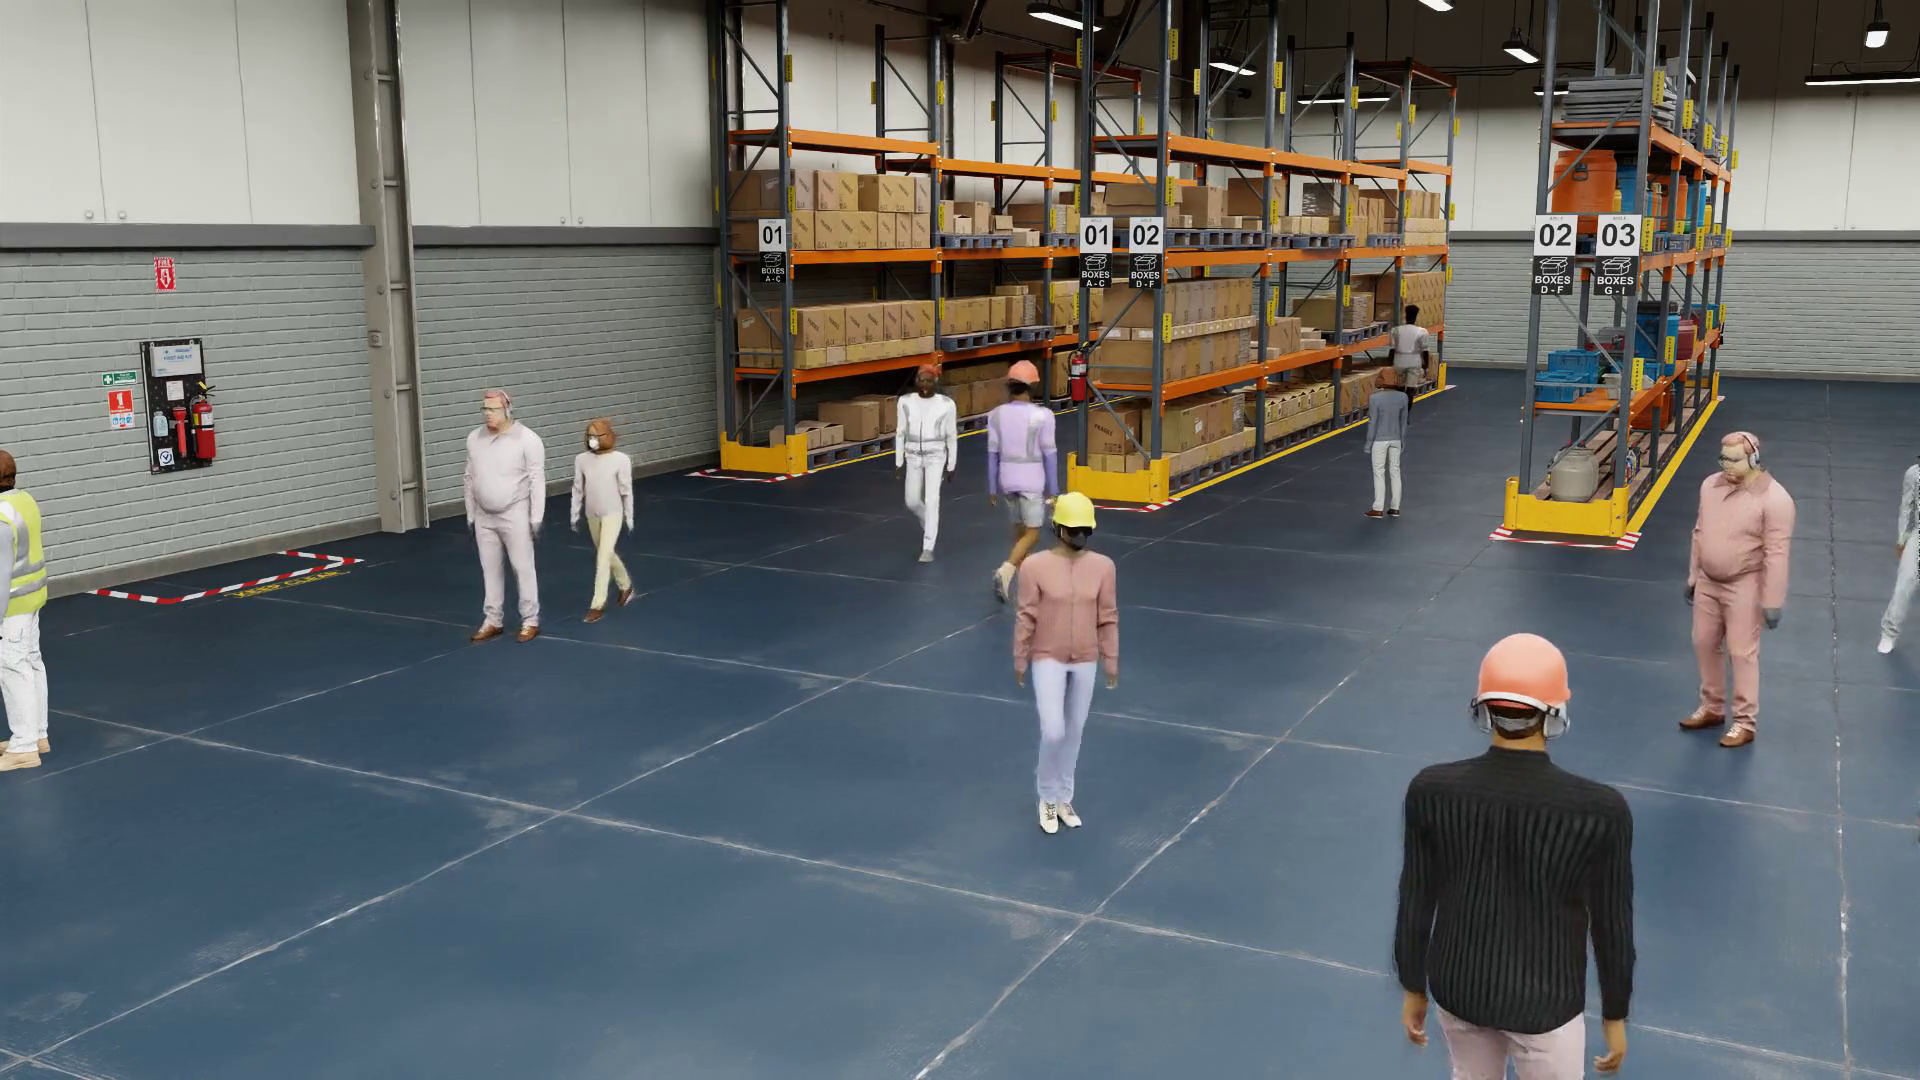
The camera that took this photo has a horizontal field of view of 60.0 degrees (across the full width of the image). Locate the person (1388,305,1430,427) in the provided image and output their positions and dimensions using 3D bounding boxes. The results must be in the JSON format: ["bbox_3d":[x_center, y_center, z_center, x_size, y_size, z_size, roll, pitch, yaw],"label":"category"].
[{"bbox_3d":[7.193,-2.789,26.615,0.624,1.918,0.957,5,11,25],"label":"person"}]

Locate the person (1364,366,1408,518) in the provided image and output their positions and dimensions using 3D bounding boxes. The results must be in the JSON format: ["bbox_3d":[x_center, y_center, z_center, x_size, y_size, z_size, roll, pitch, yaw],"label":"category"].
[{"bbox_3d":[4.591,-1.053,17.940,0.508,1.632,0.265,-4,11,-22],"label":"person"}]

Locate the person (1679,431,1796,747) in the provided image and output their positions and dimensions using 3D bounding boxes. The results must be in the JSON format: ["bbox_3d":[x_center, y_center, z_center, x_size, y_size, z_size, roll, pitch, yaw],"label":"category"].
[{"bbox_3d":[4.658,0.286,9.955,0.441,1.887,0.674,-4,11,-23],"label":"person"}]

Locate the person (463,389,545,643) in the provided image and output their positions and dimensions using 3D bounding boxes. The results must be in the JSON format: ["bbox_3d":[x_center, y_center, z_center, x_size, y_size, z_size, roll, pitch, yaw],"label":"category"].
[{"bbox_3d":[-3.425,-0.180,12.435,0.651,1.906,0.404,3,11,15],"label":"person"}]

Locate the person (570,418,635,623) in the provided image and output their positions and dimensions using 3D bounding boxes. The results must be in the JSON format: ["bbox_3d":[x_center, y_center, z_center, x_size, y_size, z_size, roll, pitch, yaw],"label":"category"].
[{"bbox_3d":[-2.851,-0.195,13.366,0.514,1.595,0.842,4,11,20],"label":"person"}]

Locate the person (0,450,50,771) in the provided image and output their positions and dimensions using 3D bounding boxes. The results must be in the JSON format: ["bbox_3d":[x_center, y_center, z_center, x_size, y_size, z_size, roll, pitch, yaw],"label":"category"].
[{"bbox_3d":[-5.460,0.389,9.510,0.429,1.844,0.627,-3,11,-15],"label":"person"}]

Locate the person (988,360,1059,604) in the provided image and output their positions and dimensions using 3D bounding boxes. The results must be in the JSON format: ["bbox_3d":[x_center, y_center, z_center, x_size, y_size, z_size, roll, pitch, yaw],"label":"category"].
[{"bbox_3d":[0.483,-0.470,13.722,0.616,2.024,0.852,7,13,34],"label":"person"}]

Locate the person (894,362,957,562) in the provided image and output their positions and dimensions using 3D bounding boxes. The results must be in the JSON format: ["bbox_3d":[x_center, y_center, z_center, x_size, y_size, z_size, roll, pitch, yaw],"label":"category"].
[{"bbox_3d":[-0.302,-0.752,15.663,0.587,1.863,0.656,3,11,15],"label":"person"}]

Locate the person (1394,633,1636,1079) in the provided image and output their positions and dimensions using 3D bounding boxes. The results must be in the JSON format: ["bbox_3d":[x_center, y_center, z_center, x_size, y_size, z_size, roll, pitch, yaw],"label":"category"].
[{"bbox_3d":[1.480,1.235,4.525,0.627,1.977,0.744,7,13,34],"label":"person"}]

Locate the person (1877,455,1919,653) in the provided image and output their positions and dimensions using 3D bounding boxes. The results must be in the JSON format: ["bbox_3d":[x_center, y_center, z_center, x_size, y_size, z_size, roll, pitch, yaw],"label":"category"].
[{"bbox_3d":[6.995,0.004,11.965,0.543,1.711,0.415,9,13,39],"label":"person"}]

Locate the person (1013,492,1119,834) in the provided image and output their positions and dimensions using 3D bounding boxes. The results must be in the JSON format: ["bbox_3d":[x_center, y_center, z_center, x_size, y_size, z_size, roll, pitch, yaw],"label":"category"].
[{"bbox_3d":[0.558,0.626,8.425,0.538,1.750,0.500,-3,11,-18],"label":"person"}]
